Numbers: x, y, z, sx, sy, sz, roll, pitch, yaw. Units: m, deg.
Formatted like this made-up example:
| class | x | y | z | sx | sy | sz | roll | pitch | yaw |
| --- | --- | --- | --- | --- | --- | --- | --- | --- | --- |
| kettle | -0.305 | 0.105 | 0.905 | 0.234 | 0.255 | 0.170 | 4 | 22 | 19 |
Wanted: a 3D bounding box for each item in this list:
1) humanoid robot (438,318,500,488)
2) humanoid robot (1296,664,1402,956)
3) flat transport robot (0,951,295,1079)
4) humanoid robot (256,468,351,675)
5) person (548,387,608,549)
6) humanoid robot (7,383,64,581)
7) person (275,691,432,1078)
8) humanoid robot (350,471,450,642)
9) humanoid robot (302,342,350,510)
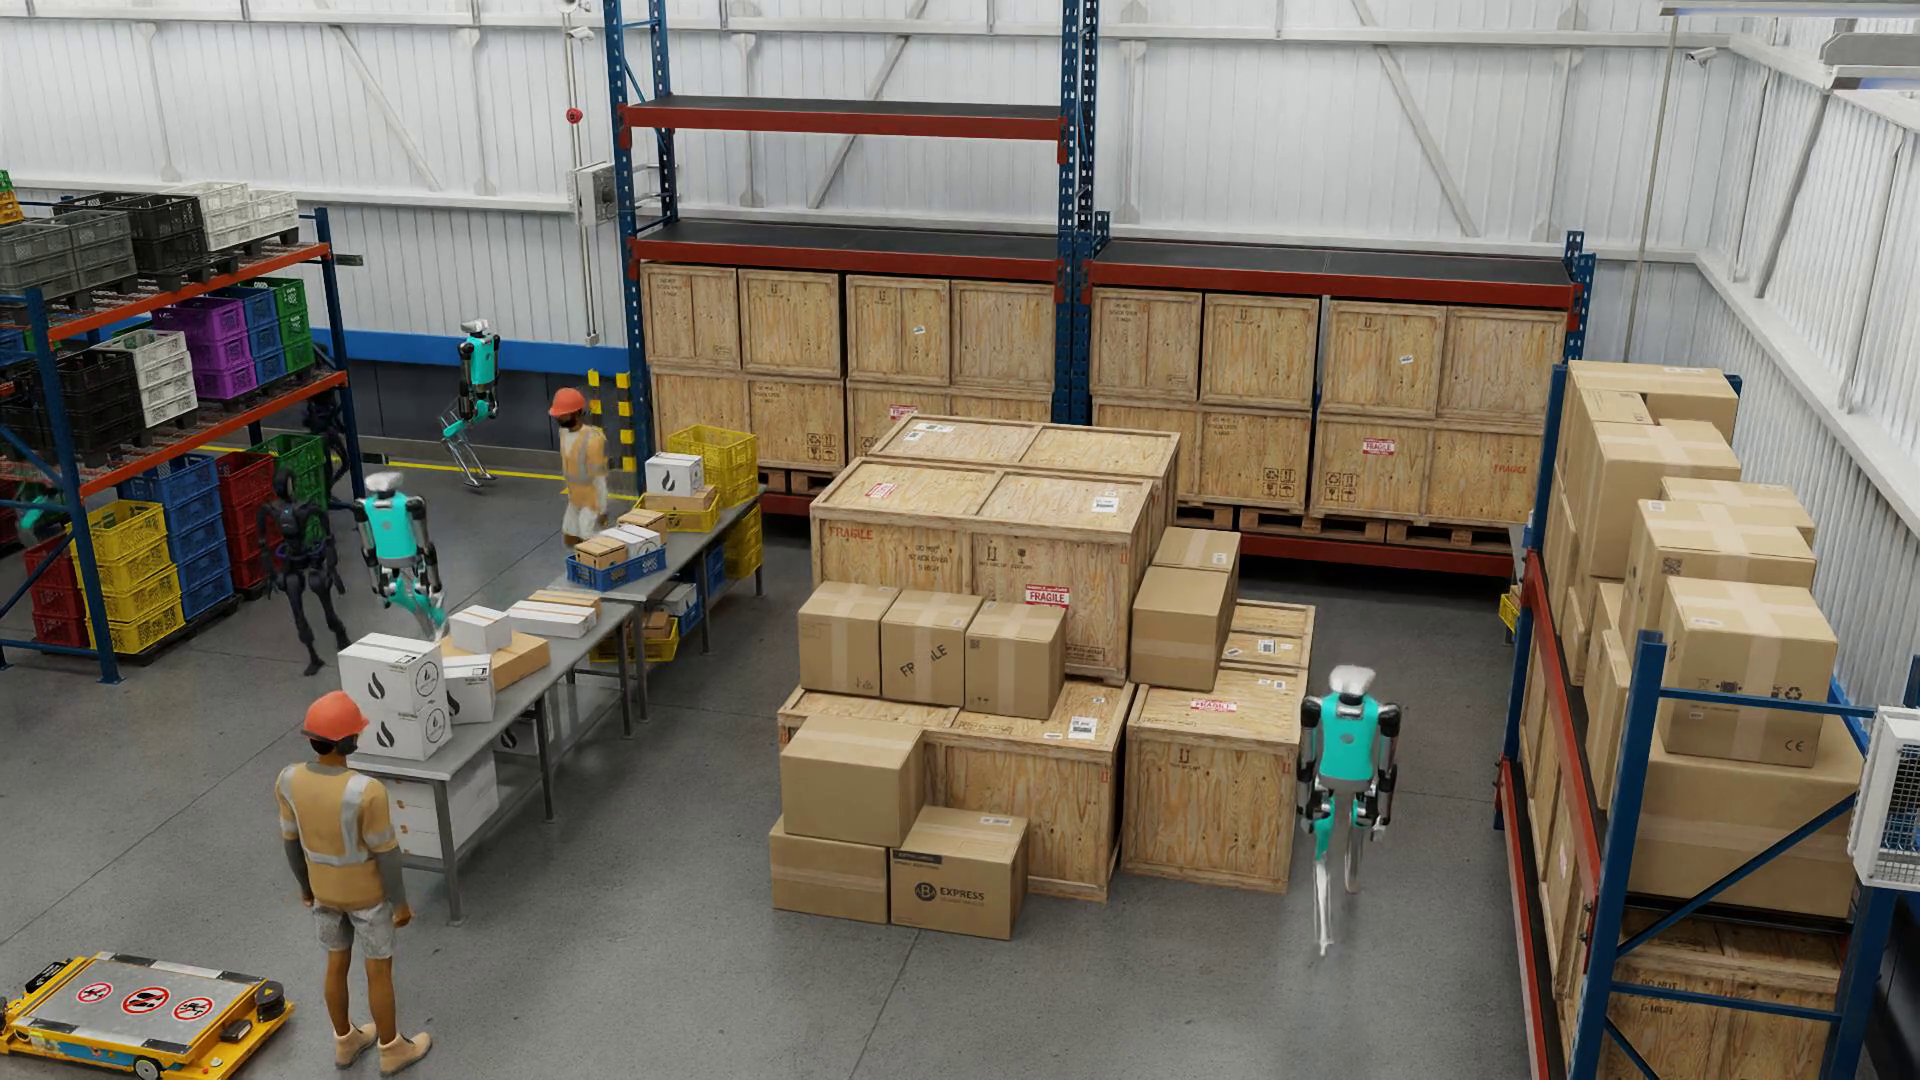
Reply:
| class | x | y | z | sx | sy | sz | roll | pitch | yaw |
| --- | --- | --- | --- | --- | --- | --- | --- | --- | --- |
| humanoid robot | -4.886 | -1.378 | 16.406 | 0.735 | 1.677 | 0.533 | 9 | 23 | 21 |
| humanoid robot | 2.185 | 1.399 | 9.410 | 0.530 | 1.780 | 1.022 | 6 | 22 | 15 |
| flat transport robot | -4.270 | 2.464 | 8.601 | 1.431 | 0.231 | 0.659 | 5 | 22 | 13 |
| humanoid robot | -4.954 | 0.190 | 12.579 | 0.585 | 1.637 | 0.506 | -3 | 21 | -7 |
| person | -3.054 | -0.354 | 13.668 | 0.575 | 1.916 | 0.553 | -19 | 28 | -41 |
| humanoid robot | -7.969 | -0.487 | 14.275 | 0.791 | 1.785 | 0.532 | -7 | 22 | -18 |
| person | -2.969 | 1.684 | 8.158 | 0.612 | 2.041 | 0.391 | 7 | 22 | 17 |
| humanoid robot | -4.045 | 0.252 | 12.394 | 0.574 | 1.810 | 0.911 | 1 | 21 | 2 |
| humanoid robot | -6.091 | -1.090 | 15.918 | 0.358 | 1.640 | 0.614 | 1 | 21 | 3 |
